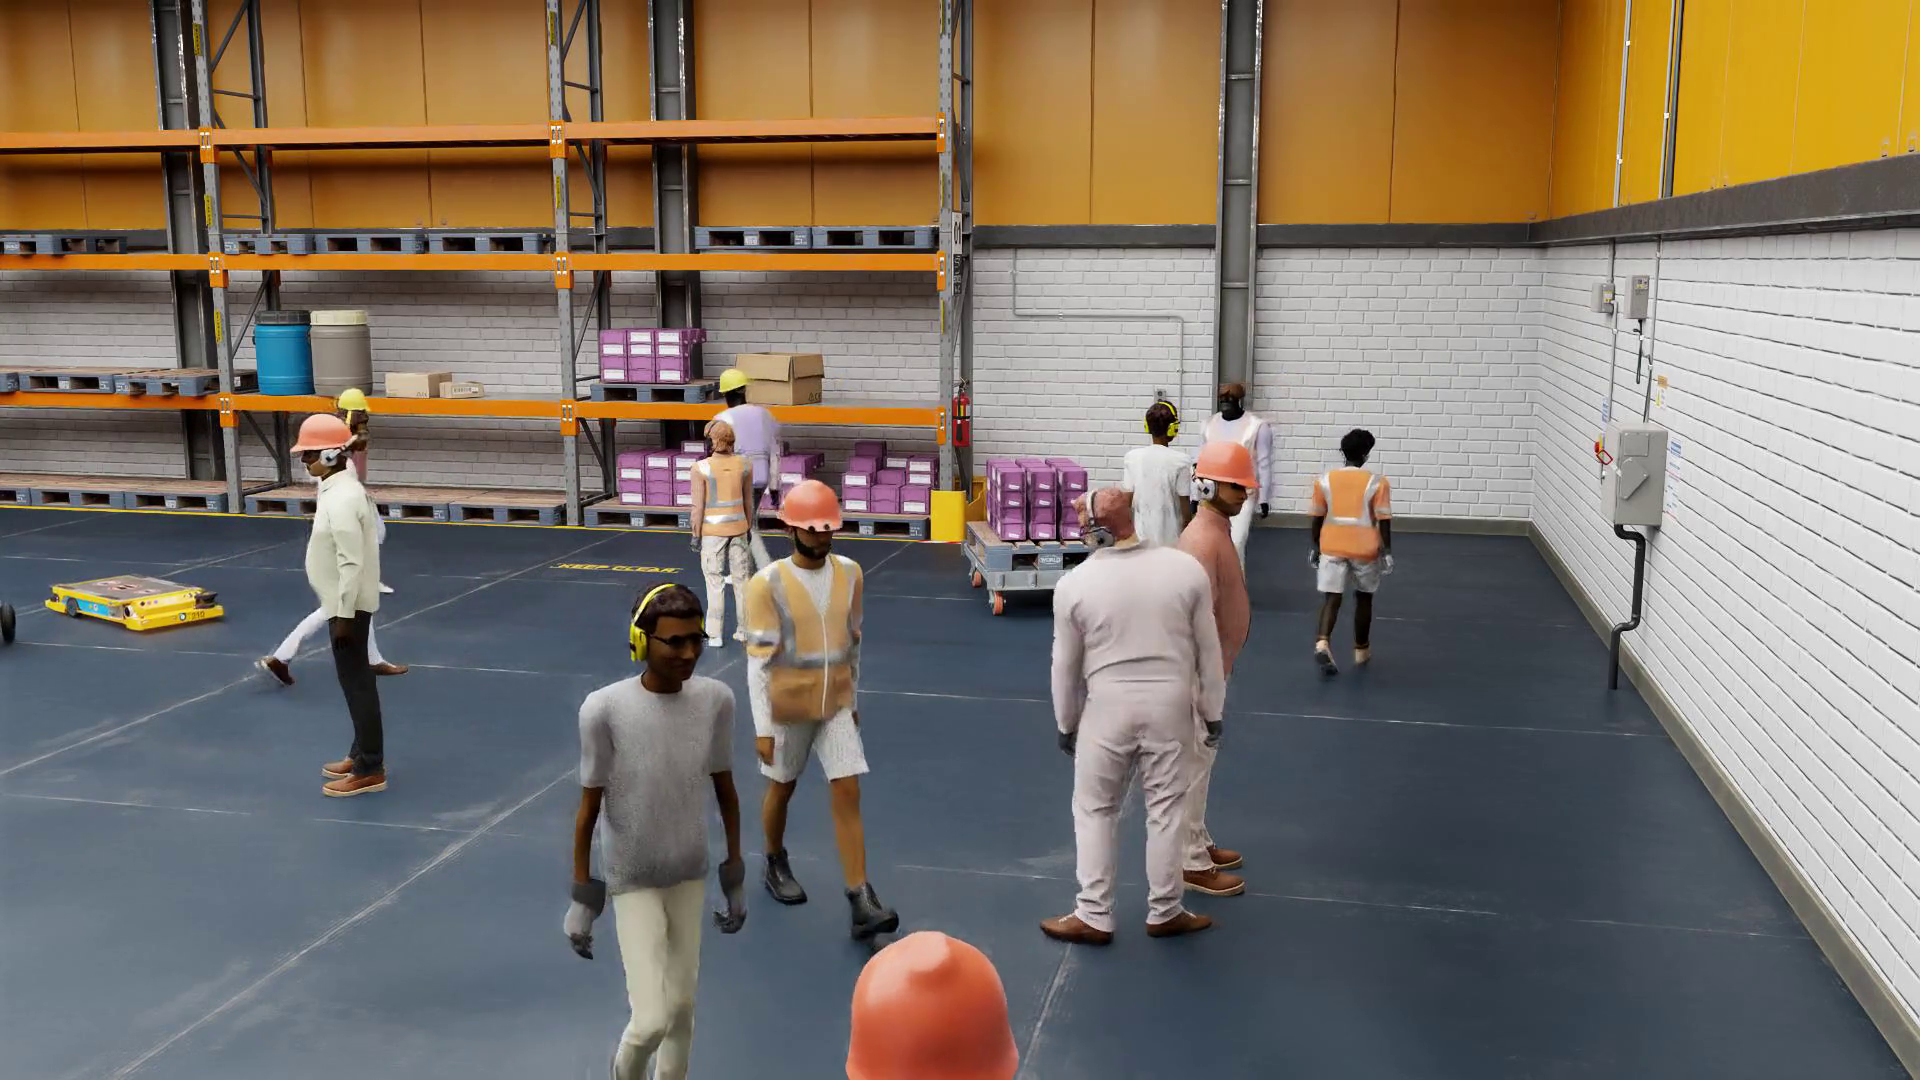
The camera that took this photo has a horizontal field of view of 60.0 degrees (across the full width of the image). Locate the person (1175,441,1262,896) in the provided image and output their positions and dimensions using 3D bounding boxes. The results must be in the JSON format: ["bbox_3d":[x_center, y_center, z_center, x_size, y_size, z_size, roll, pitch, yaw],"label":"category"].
[{"bbox_3d":[1.119,0.553,7.385,0.392,1.989,0.611,2,10,12],"label":"person"}]

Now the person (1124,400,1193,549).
[{"bbox_3d":[1.295,0.027,10.847,0.521,1.873,0.334,6,11,33],"label":"person"}]

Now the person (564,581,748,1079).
[{"bbox_3d":[-0.886,1.034,4.942,0.560,1.848,0.421,-7,12,-36],"label":"person"}]

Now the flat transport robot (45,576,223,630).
[{"bbox_3d":[-6.451,0.468,12.963,1.431,0.197,0.652,7,12,35],"label":"flat transport robot"}]

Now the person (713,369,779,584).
[{"bbox_3d":[-1.752,-0.487,13.894,0.593,1.882,0.872,-9,13,-42],"label":"person"}]

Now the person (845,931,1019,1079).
[{"bbox_3d":[-0.013,1.455,2.371,0.551,1.885,1.008,-2,10,-14],"label":"person"}]

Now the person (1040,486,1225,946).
[{"bbox_3d":[0.717,0.716,6.778,0.732,1.876,0.394,0,10,1],"label":"person"}]

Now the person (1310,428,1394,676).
[{"bbox_3d":[2.604,0.084,11.155,0.577,1.651,0.797,4,10,23],"label":"person"}]

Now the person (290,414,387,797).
[{"bbox_3d":[-3.226,0.334,8.669,0.401,1.989,0.623,-3,10,-19],"label":"person"}]

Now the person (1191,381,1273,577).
[{"bbox_3d":[2.075,-0.327,13.069,0.654,1.826,0.633,7,12,37],"label":"person"}]

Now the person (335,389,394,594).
[{"bbox_3d":[-4.899,-0.358,13.511,0.571,1.743,0.532,1,10,6],"label":"person"}]

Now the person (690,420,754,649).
[{"bbox_3d":[-1.700,-0.040,11.929,0.515,1.641,0.309,-8,12,-39],"label":"person"}]

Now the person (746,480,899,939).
[{"bbox_3d":[-0.603,0.692,6.880,0.570,1.878,0.996,-6,11,-31],"label":"person"}]

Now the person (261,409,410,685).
[{"bbox_3d":[-4.127,0.059,10.842,0.871,1.822,0.582,-5,11,-28],"label":"person"}]
